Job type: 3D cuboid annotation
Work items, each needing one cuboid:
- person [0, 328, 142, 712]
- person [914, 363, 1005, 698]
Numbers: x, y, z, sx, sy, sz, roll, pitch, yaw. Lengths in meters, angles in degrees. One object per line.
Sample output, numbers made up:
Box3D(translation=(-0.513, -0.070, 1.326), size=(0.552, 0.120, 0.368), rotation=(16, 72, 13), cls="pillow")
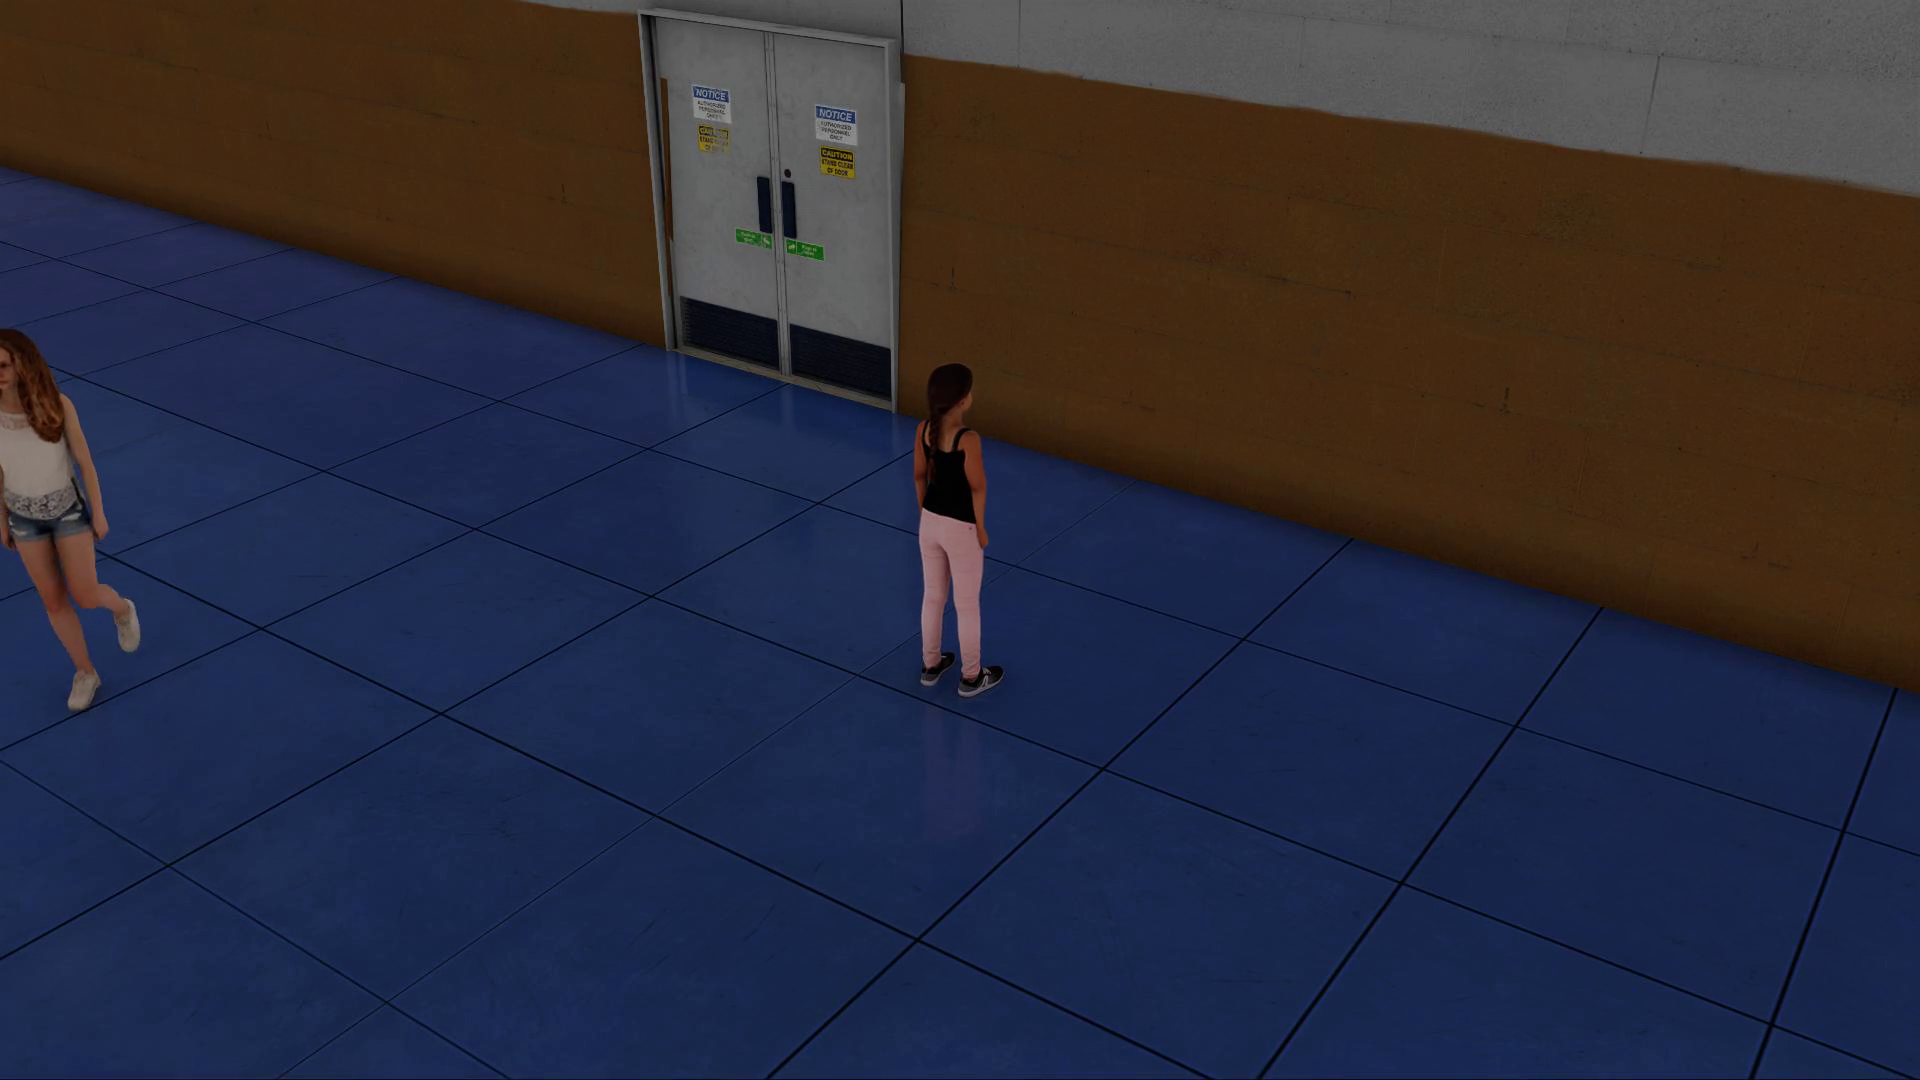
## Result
Box3D(translation=(-3.955, -0.121, 7.315), size=(0.830, 1.746, 0.910), rotation=(-2, 27, -3), cls="person")
Box3D(translation=(-0.036, -0.045, 7.367), size=(0.530, 1.564, 0.508), rotation=(19, 32, 32), cls="person")
